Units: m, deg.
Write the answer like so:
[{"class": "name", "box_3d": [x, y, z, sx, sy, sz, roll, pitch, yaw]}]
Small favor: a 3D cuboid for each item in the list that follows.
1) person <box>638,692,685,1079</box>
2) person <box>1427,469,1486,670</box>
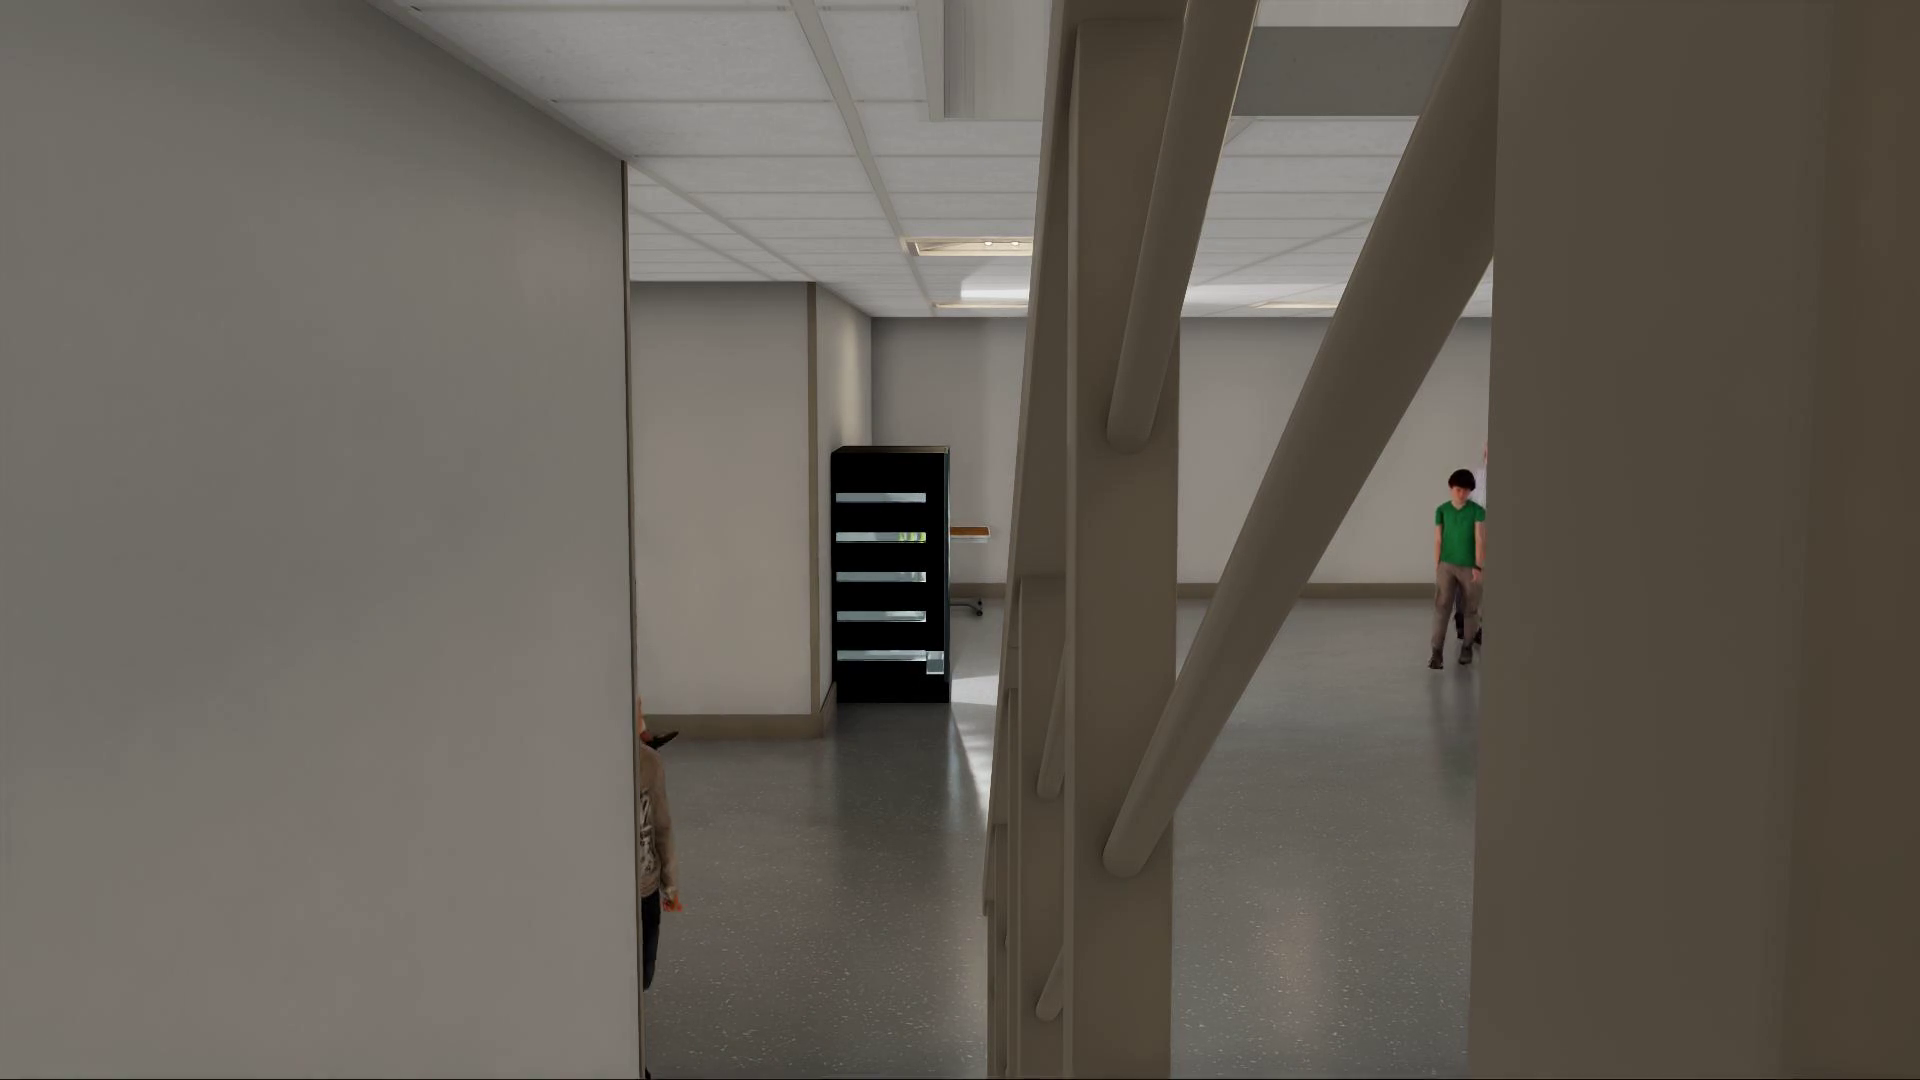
[{"class": "person", "box_3d": [-1.140, 1.146, 5.393, 0.936, 1.445, 0.923, 4, 7, 36]}, {"class": "person", "box_3d": [4.083, 0.248, 13.503, 0.877, 1.609, 1.146, 3, 6, 27]}]
